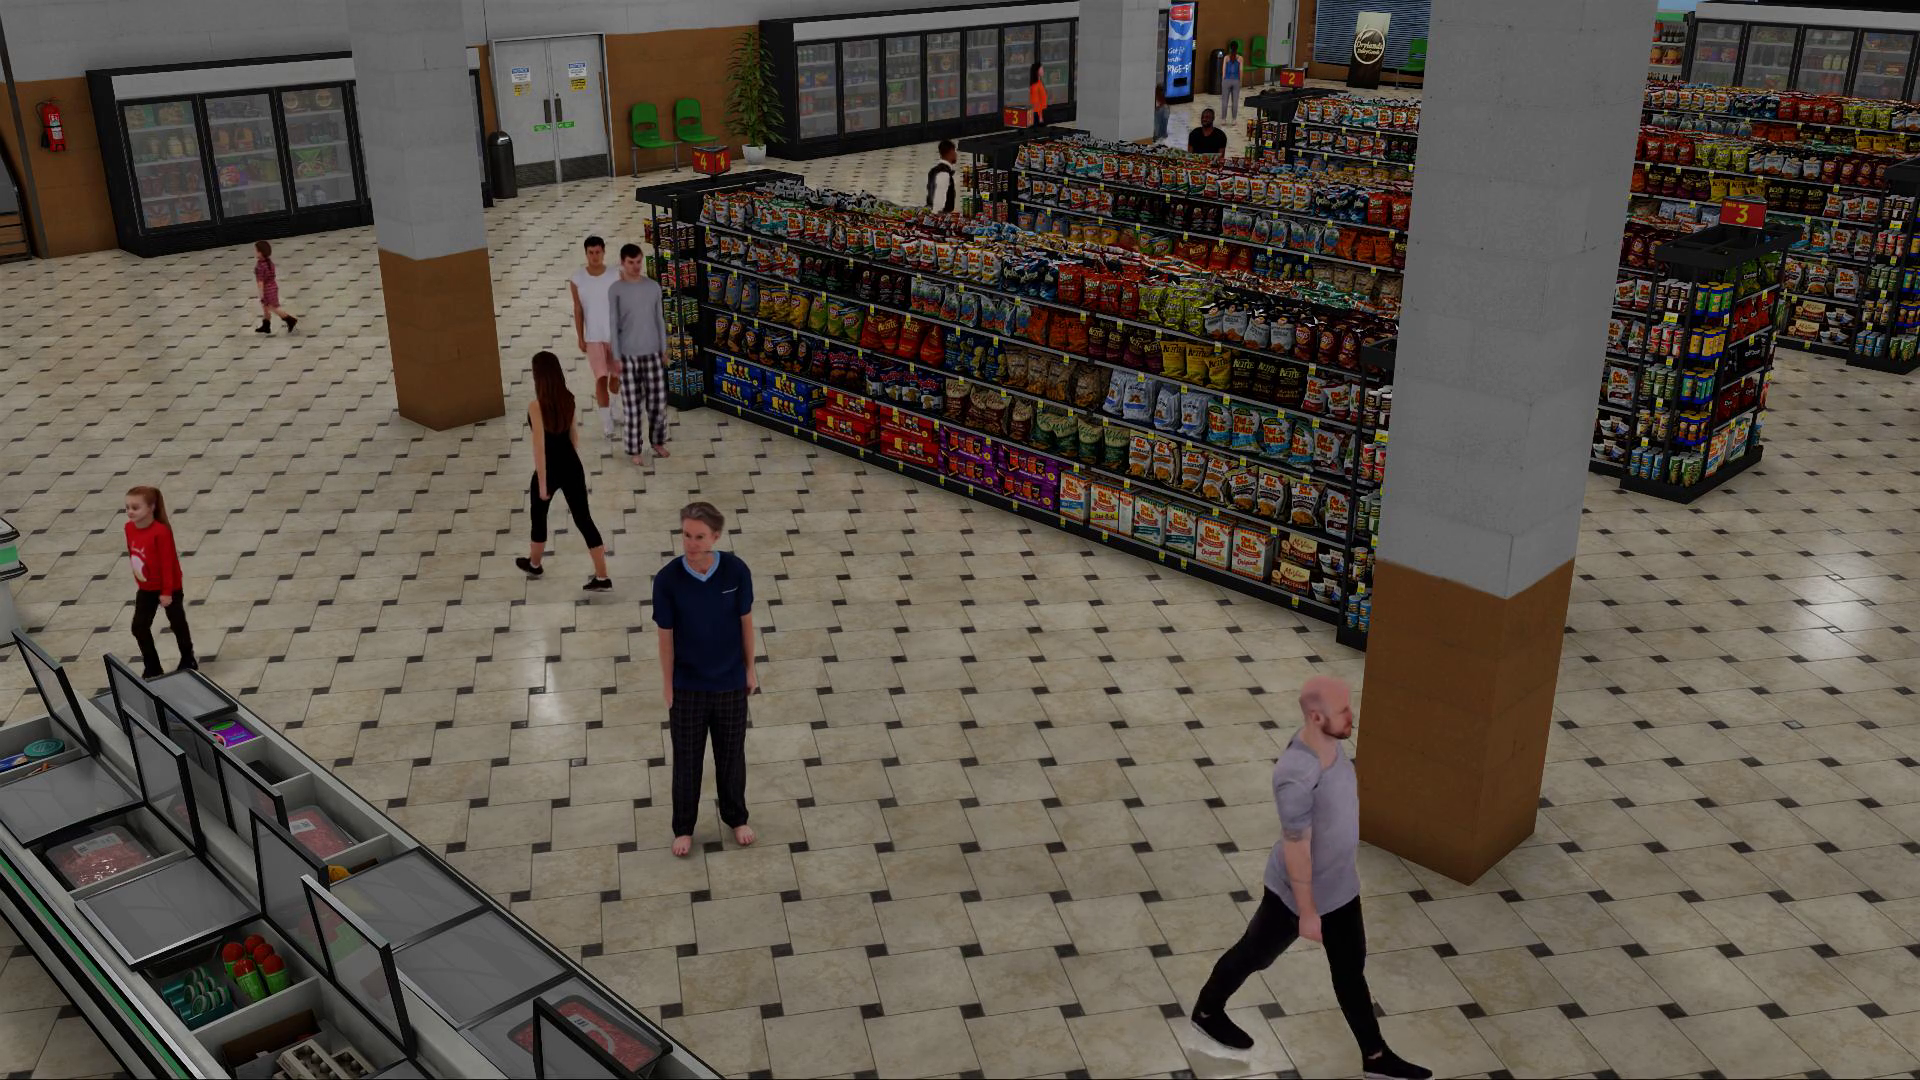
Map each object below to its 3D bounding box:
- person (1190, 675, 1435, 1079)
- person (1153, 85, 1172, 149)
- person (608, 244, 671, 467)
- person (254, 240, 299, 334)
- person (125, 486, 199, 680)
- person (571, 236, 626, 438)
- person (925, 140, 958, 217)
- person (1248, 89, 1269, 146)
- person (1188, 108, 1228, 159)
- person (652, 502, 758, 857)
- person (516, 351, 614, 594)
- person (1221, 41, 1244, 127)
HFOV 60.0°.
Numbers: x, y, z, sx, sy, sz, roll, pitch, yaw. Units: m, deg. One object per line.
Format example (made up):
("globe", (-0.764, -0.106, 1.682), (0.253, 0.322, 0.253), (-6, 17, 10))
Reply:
("person", (1.308, 1.374, 6.707), (1.313, 1.782, 0.910), (12, 25, 28))
("person", (3.107, -6.038, 25.325), (0.855, 1.654, 1.083), (-13, 25, -30))
("person", (-2.708, -1.576, 13.959), (0.720, 1.850, 0.726), (-9, 24, -22))
("person", (-7.410, -2.700, 17.886), (0.759, 1.007, 0.679), (2, 22, 4))
("person", (-4.853, 0.262, 10.164), (0.671, 1.268, 0.709), (4, 22, 11))
("person", (-3.124, -1.806, 14.693), (0.992, 1.730, 1.251), (-7, 23, -16))
("person", (-0.339, -3.514, 18.753), (0.999, 1.872, 0.999), (-4, 22, -10))
("person", (4.526, -5.896, 24.935), (0.645, 1.683, 0.760), (6, 23, 15))
("person", (3.238, -4.775, 21.963), (0.638, 1.818, 0.797), (8, 23, 19))
("person", (-1.264, 0.685, 8.305), (0.736, 1.870, 0.716), (-7, 23, -17))
("person", (-2.660, -0.408, 11.279), (1.184, 1.681, 0.689), (16, 27, 34))
("person", (5.344, -9.006, 32.775), (0.641, 1.608, 0.706), (1, 22, 2))
